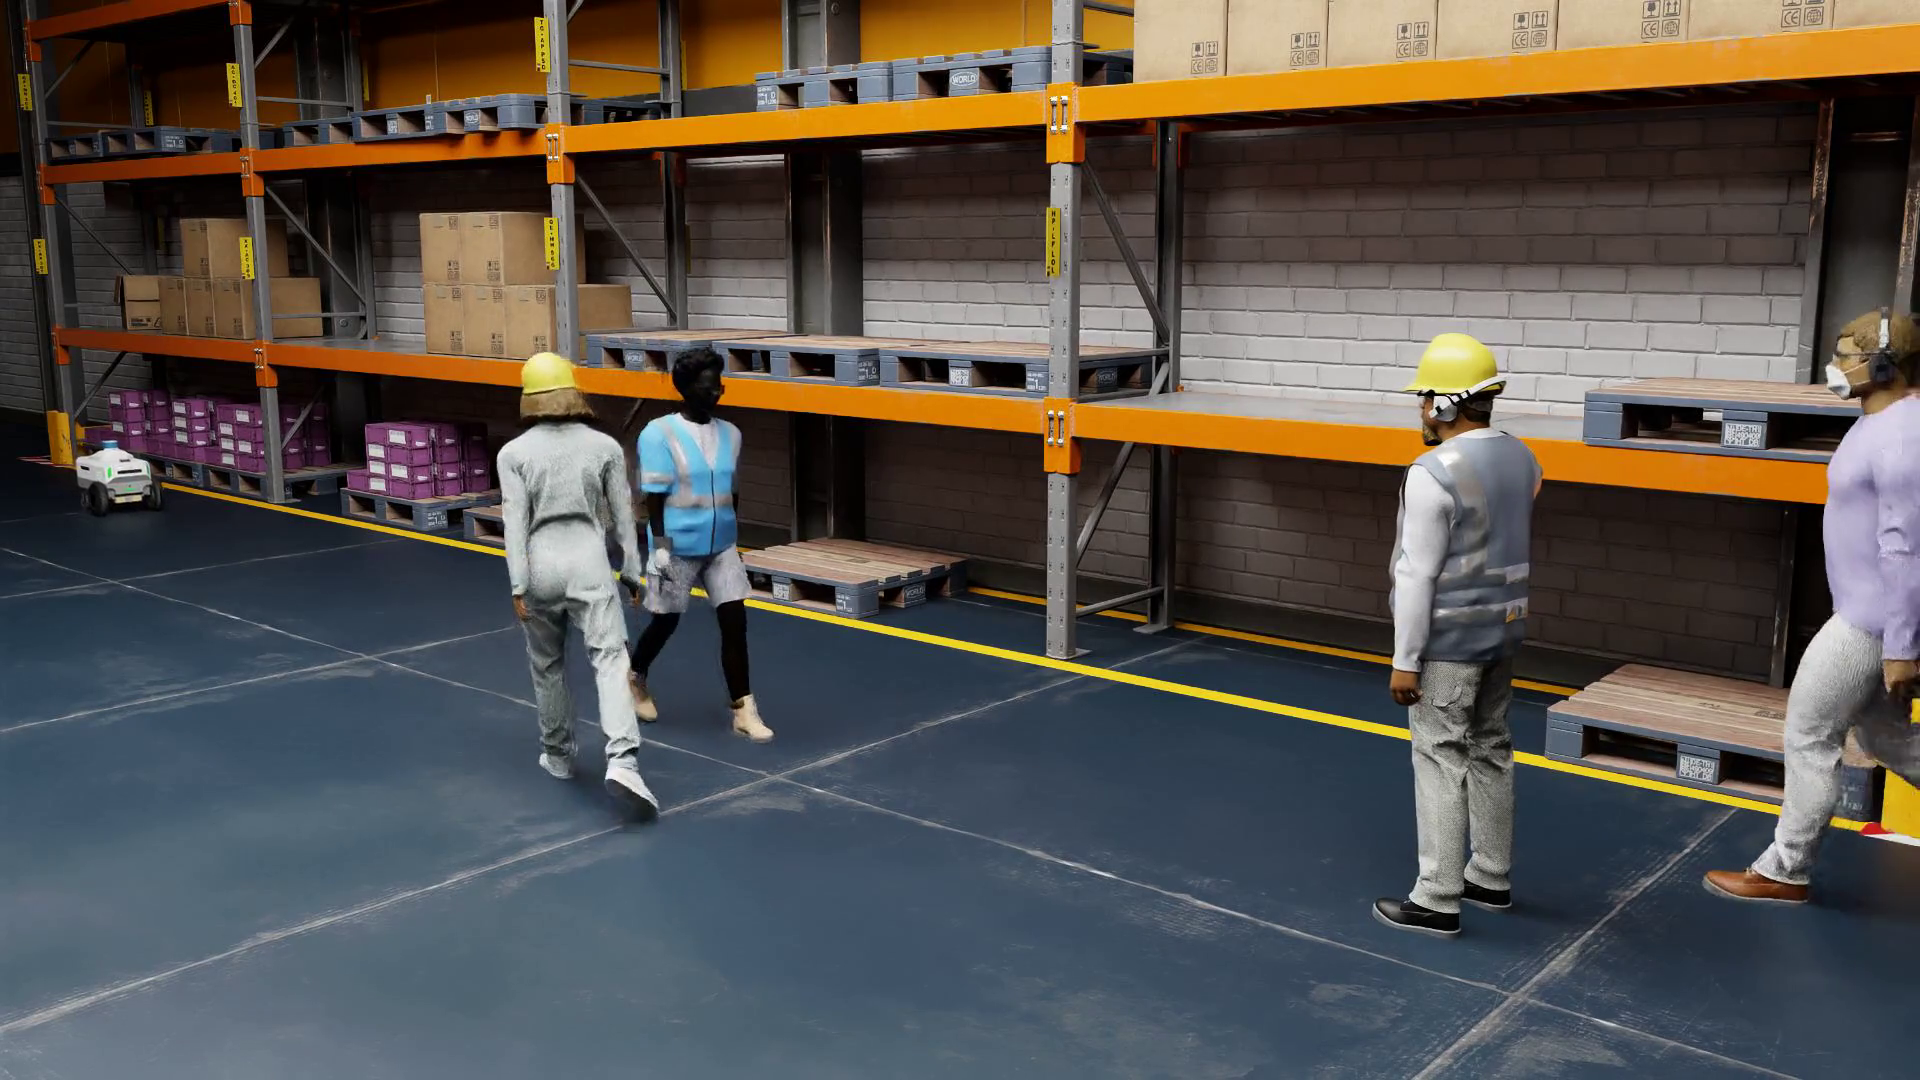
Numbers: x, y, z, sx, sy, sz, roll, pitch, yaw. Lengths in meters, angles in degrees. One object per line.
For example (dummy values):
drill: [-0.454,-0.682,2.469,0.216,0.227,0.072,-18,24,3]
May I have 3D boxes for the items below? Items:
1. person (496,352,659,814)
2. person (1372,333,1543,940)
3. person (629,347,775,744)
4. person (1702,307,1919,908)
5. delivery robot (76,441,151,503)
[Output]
person: [-1.441,0.151,6.232,0.515,1.691,0.903,-4,11,-19]
person: [1.506,0.290,5.067,0.591,1.823,0.405,-9,13,-41]
person: [-1.146,0.007,7.079,0.534,1.672,0.783,-9,13,-41]
person: [2.881,0.248,5.081,0.908,1.910,0.639,4,11,24]
delivery robot: [-6.686,-0.542,13.129,0.707,0.478,0.477,9,14,43]
